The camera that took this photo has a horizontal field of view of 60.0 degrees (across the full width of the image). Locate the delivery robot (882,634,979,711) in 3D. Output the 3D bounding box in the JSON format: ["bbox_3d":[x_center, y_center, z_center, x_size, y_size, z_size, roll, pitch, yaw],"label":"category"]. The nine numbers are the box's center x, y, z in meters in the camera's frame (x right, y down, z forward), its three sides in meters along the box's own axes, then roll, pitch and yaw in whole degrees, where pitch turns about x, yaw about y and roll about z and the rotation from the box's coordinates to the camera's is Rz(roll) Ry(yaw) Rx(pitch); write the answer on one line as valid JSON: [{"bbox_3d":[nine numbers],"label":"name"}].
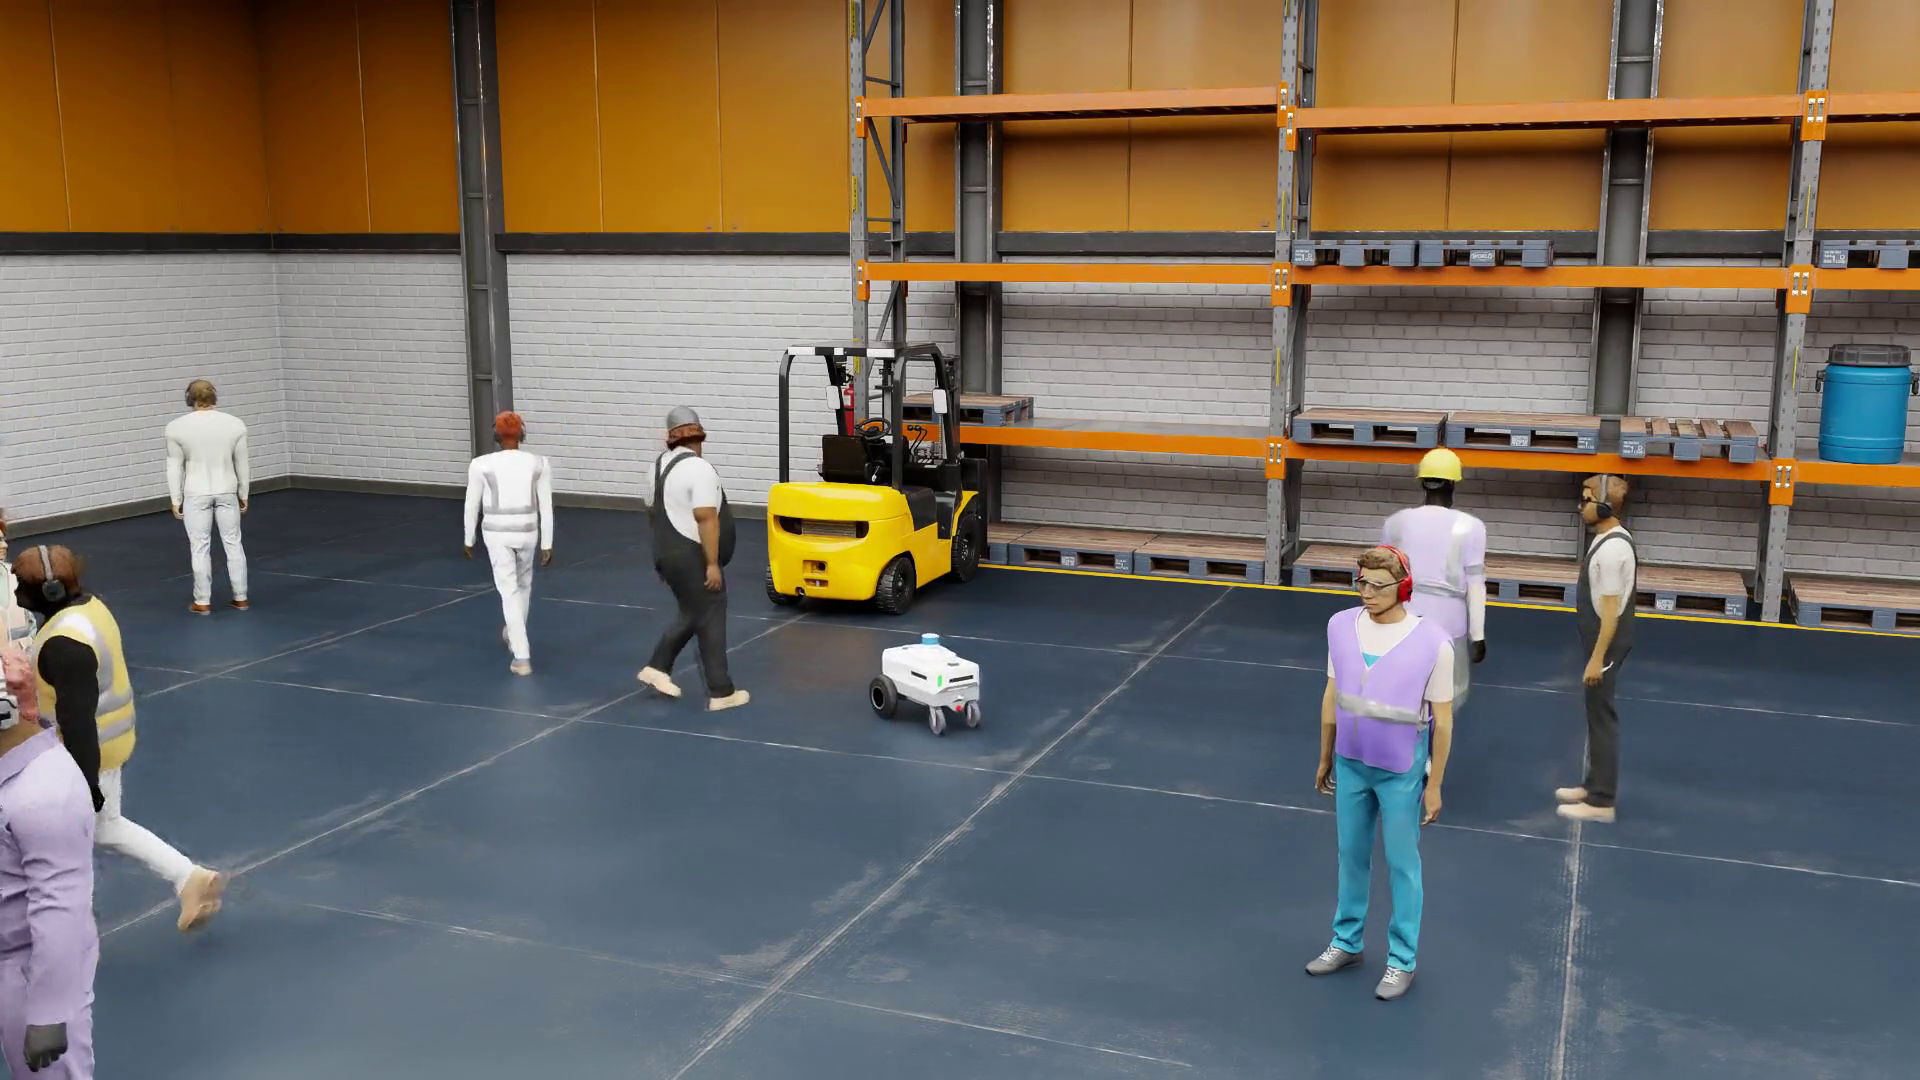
[{"bbox_3d":[-0.187,0.837,10.520,0.477,0.478,0.707,-7,12,-34],"label":"delivery robot"}]

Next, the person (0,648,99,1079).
[{"bbox_3d":[-2.702,1.240,4.797,0.401,1.903,0.677,-8,13,-39],"label":"person"}]

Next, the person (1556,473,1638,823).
[{"bbox_3d":[3.360,0.563,8.730,0.330,1.843,0.514,4,11,21],"label":"person"}]

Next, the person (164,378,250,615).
[{"bbox_3d":[-6.139,-0.354,13.617,0.630,1.932,0.384,-7,13,-36],"label":"person"}]

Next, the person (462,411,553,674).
[{"bbox_3d":[-3.237,-0.005,11.929,0.594,1.831,0.982,-6,12,-29],"label":"person"}]

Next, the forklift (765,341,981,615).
[{"bbox_3d":[-0.739,-0.602,14.246,1.214,2.155,2.313,4,11,21],"label":"forklift"}]

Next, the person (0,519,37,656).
[{"bbox_3d":[-4.957,0.697,8.556,0.306,1.639,0.522,4,11,23],"label":"person"}]

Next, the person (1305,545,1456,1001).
[{"bbox_3d":[1.712,0.921,6.739,0.373,1.840,0.571,-10,14,-43],"label":"person"}]

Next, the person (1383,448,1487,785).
[{"bbox_3d":[2.594,0.450,9.172,0.613,1.910,0.550,8,13,38],"label":"person"}]

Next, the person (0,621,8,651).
[{"bbox_3d":[-4.001,0.917,6.528,0.369,1.927,0.588,4,11,23],"label":"person"}]

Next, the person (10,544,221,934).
[{"bbox_3d":[-3.584,0.895,6.964,0.737,1.816,0.646,-3,11,-18],"label":"person"}]

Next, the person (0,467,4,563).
[{"bbox_3d":[-8.146,-0.299,13.606,0.598,1.817,0.617,6,12,32],"label":"person"}]

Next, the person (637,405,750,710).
[{"bbox_3d":[-1.778,0.076,10.898,0.641,2.000,0.732,-6,12,-32],"label":"person"}]
